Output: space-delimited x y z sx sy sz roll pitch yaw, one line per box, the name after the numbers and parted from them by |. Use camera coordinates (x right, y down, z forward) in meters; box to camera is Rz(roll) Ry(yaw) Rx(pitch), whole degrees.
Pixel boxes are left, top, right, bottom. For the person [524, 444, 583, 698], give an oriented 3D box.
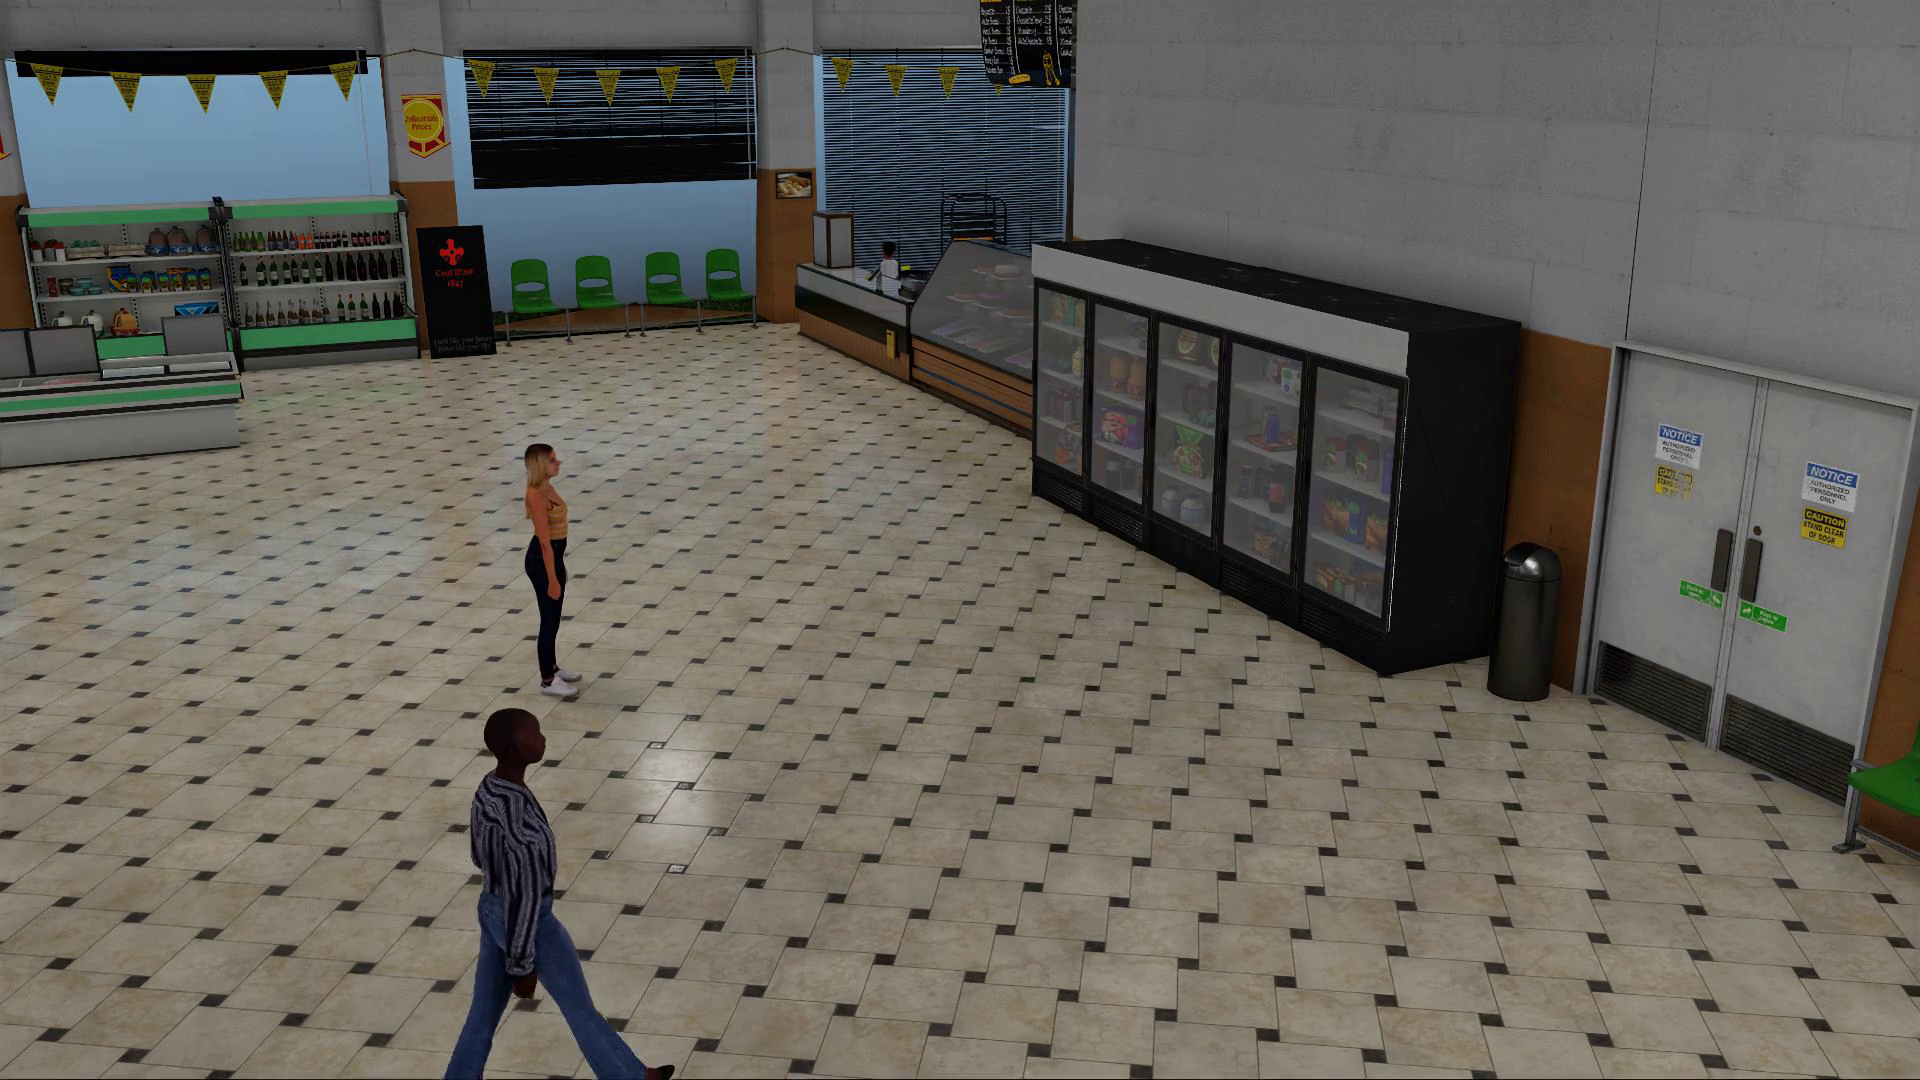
-2.635 0.177 10.631 0.618 1.629 0.633 -2 17 -6 | person

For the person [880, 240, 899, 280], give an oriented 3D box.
-1.025 -3.684 23.985 0.492 1.259 0.603 -15 22 -40 | person

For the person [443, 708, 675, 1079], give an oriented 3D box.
-1.700 1.496 6.098 1.222 1.738 0.778 -11 20 -32 | person
